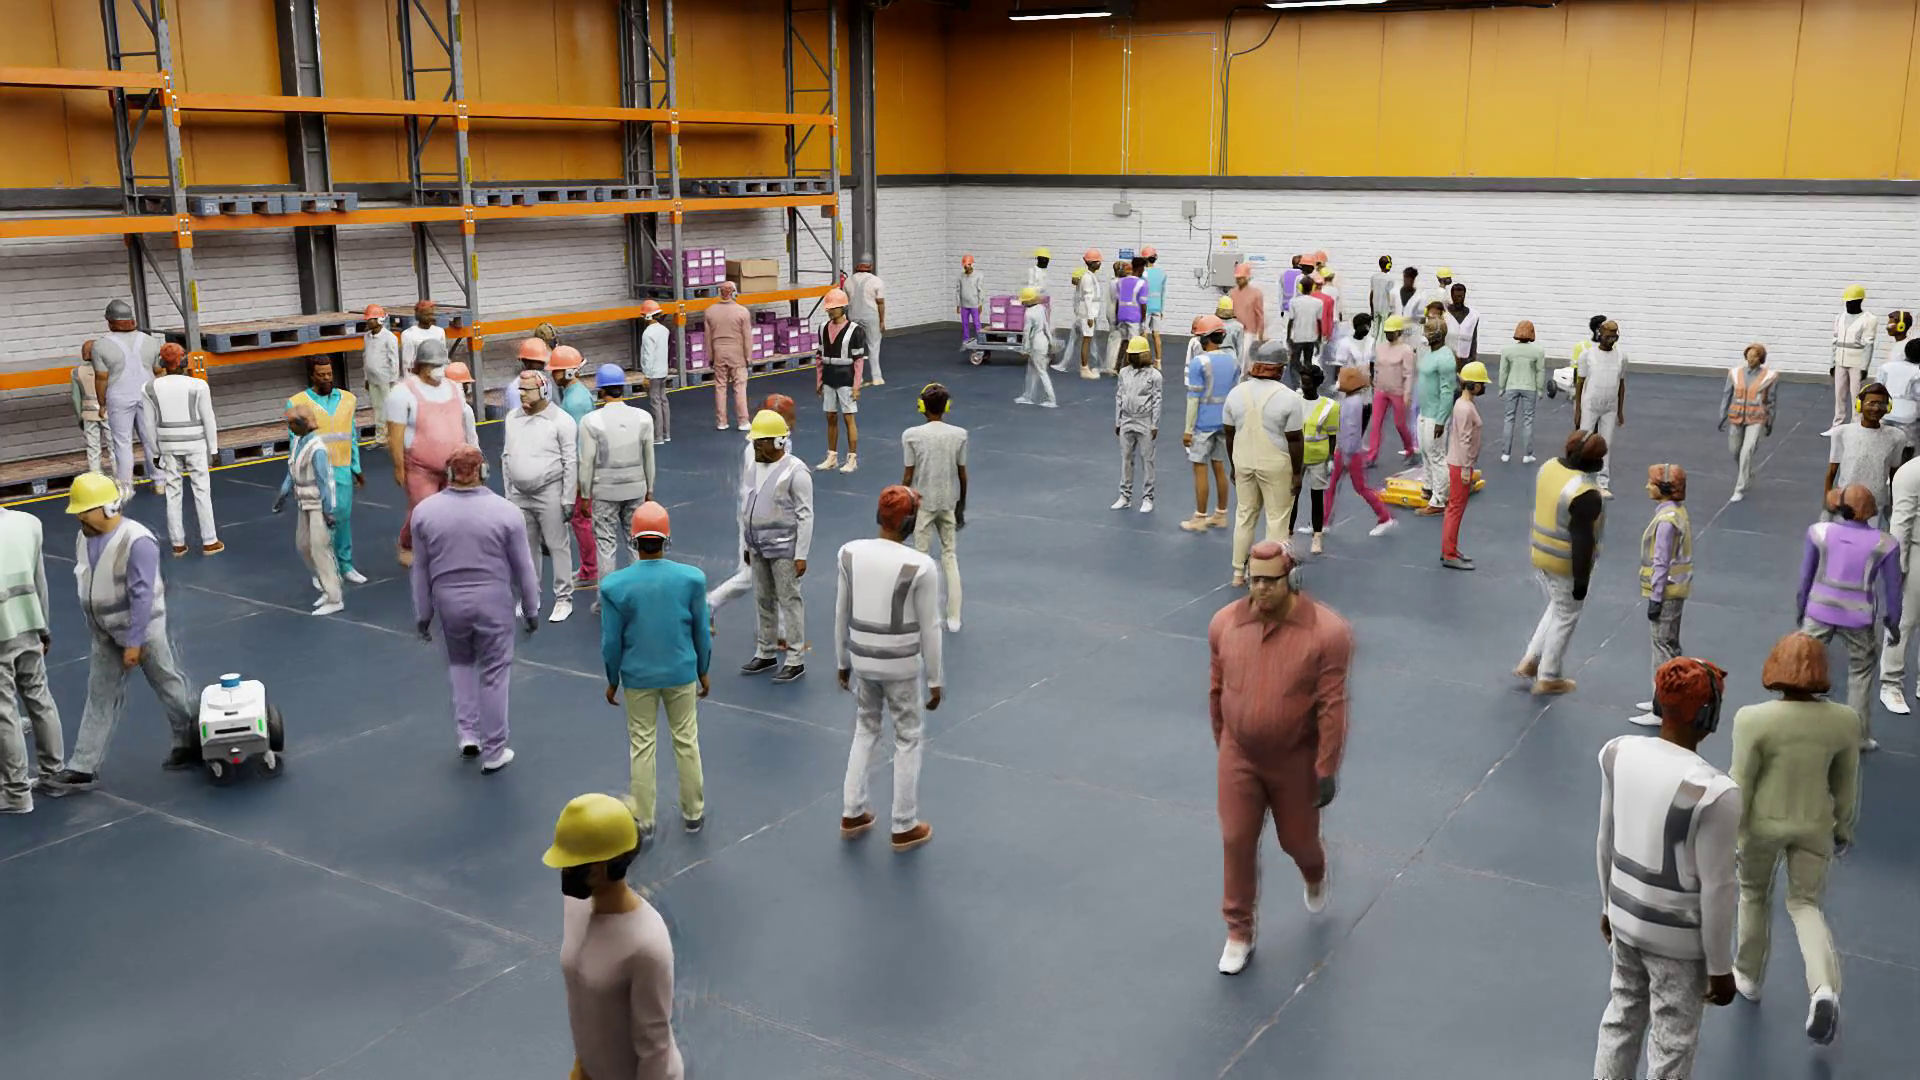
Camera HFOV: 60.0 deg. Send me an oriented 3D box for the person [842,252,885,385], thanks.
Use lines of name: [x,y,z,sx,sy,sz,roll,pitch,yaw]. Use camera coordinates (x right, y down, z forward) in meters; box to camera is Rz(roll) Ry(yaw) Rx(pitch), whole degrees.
person: [-1.442,-3.417,25.625,0.682,2.000,0.535,5,14,22]

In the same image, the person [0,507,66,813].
person: [-5.089,0.513,8.853,0.393,1.916,0.590,4,14,18]

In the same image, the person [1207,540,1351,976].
person: [1.378,0.898,7.249,0.637,1.885,0.740,6,14,24]

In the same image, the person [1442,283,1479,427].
person: [6.201,-2.267,20.905,0.596,1.918,0.379,-1,13,-3]

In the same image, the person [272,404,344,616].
person: [-5.002,-0.242,12.775,0.431,1.619,0.520,-10,16,-37]

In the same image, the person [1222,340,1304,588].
person: [2.490,-0.602,13.416,0.688,2.000,0.539,11,17,39]

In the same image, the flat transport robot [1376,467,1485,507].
flat transport robot: [4.869,-0.574,17.175,0.652,0.197,1.431,9,16,35]

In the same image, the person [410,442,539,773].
person: [-2.740,0.382,9.486,0.683,1.882,0.497,0,13,-1]

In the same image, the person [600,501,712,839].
person: [-1.553,0.666,8.541,0.561,1.753,0.327,-4,14,-16]

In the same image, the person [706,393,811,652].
person: [-1.469,-0.123,11.779,0.803,1.857,0.597,5,14,20]

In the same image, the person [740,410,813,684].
person: [-1.247,0.040,11.086,0.603,1.830,0.404,11,17,40]

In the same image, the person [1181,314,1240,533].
person: [2.320,-1.085,15.546,0.611,2.033,0.420,-10,16,-37]

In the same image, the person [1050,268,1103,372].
person: [1.932,-3.539,26.882,0.883,1.698,0.505,-3,13,-12]

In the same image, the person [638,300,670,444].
person: [-3.749,-2.053,20.338,0.331,1.750,0.573,3,13,12]

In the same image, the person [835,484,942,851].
person: [-0.359,0.641,8.418,0.609,1.866,0.363,7,15,29]

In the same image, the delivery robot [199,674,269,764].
delivery robot: [-4.143,1.007,9.489,0.477,0.478,0.707,-5,14,-22]

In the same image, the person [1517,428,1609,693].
person: [3.905,0.155,10.678,0.443,1.798,0.676,-2,13,-10]

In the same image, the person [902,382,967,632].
person: [-0.187,-0.220,12.182,0.502,1.858,0.328,-5,14,-19]

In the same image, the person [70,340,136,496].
person: [-8.782,-1.229,17.023,0.514,1.638,0.311,-1,13,-5]

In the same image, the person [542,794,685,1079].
person: [-1.049,1.560,4.668,0.711,1.741,0.547,-12,18,-43]

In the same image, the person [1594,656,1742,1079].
person: [2.354,1.295,5.552,0.385,1.880,0.577,-4,14,-19]

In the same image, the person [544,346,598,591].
person: [-3.114,-0.581,13.457,0.406,1.986,0.620,-2,13,-7]

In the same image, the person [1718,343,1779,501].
person: [8.124,-1.235,17.118,0.520,1.610,0.702,12,18,43]

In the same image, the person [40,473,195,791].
person: [-4.667,0.502,9.189,0.607,1.770,0.924,5,14,22]

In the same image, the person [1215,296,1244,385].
person: [3.335,-2.202,21.006,0.484,1.745,0.298,0,13,-2]

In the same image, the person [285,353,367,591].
person: [-5.143,-0.563,13.517,0.378,1.917,0.598,10,16,38]

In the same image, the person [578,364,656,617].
person: [-2.610,-0.370,12.650,0.613,1.936,0.421,-9,16,-35]

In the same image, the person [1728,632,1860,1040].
person: [3.341,1.177,6.661,0.521,1.607,0.685,1,13,4]

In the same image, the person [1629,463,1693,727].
person: [4.334,0.335,10.257,0.322,1.631,0.519,7,15,27]

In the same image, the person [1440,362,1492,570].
person: [4.314,-0.637,14.177,0.323,1.765,0.534,3,13,13]

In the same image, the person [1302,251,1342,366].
person: [6.023,-3.830,27.675,1.043,1.934,0.652,-7,15,-27]

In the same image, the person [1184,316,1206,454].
person: [2.797,-1.823,19.613,0.313,1.634,0.514,0,13,1]

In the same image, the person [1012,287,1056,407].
person: [1.015,-2.700,23.274,0.743,1.683,0.557,6,14,23]

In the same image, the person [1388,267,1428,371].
person: [6.519,-3.041,24.326,0.619,1.885,1.012,7,15,28]

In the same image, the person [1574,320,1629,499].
person: [6.542,-1.328,17.004,0.506,1.843,0.346,0,13,2]

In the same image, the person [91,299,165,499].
person: [-8.561,-1.451,17.099,0.539,2.000,0.689,11,17,40]

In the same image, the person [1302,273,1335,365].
person: [5.417,-3.178,25.295,0.577,1.723,0.603,-2,13,-10]
